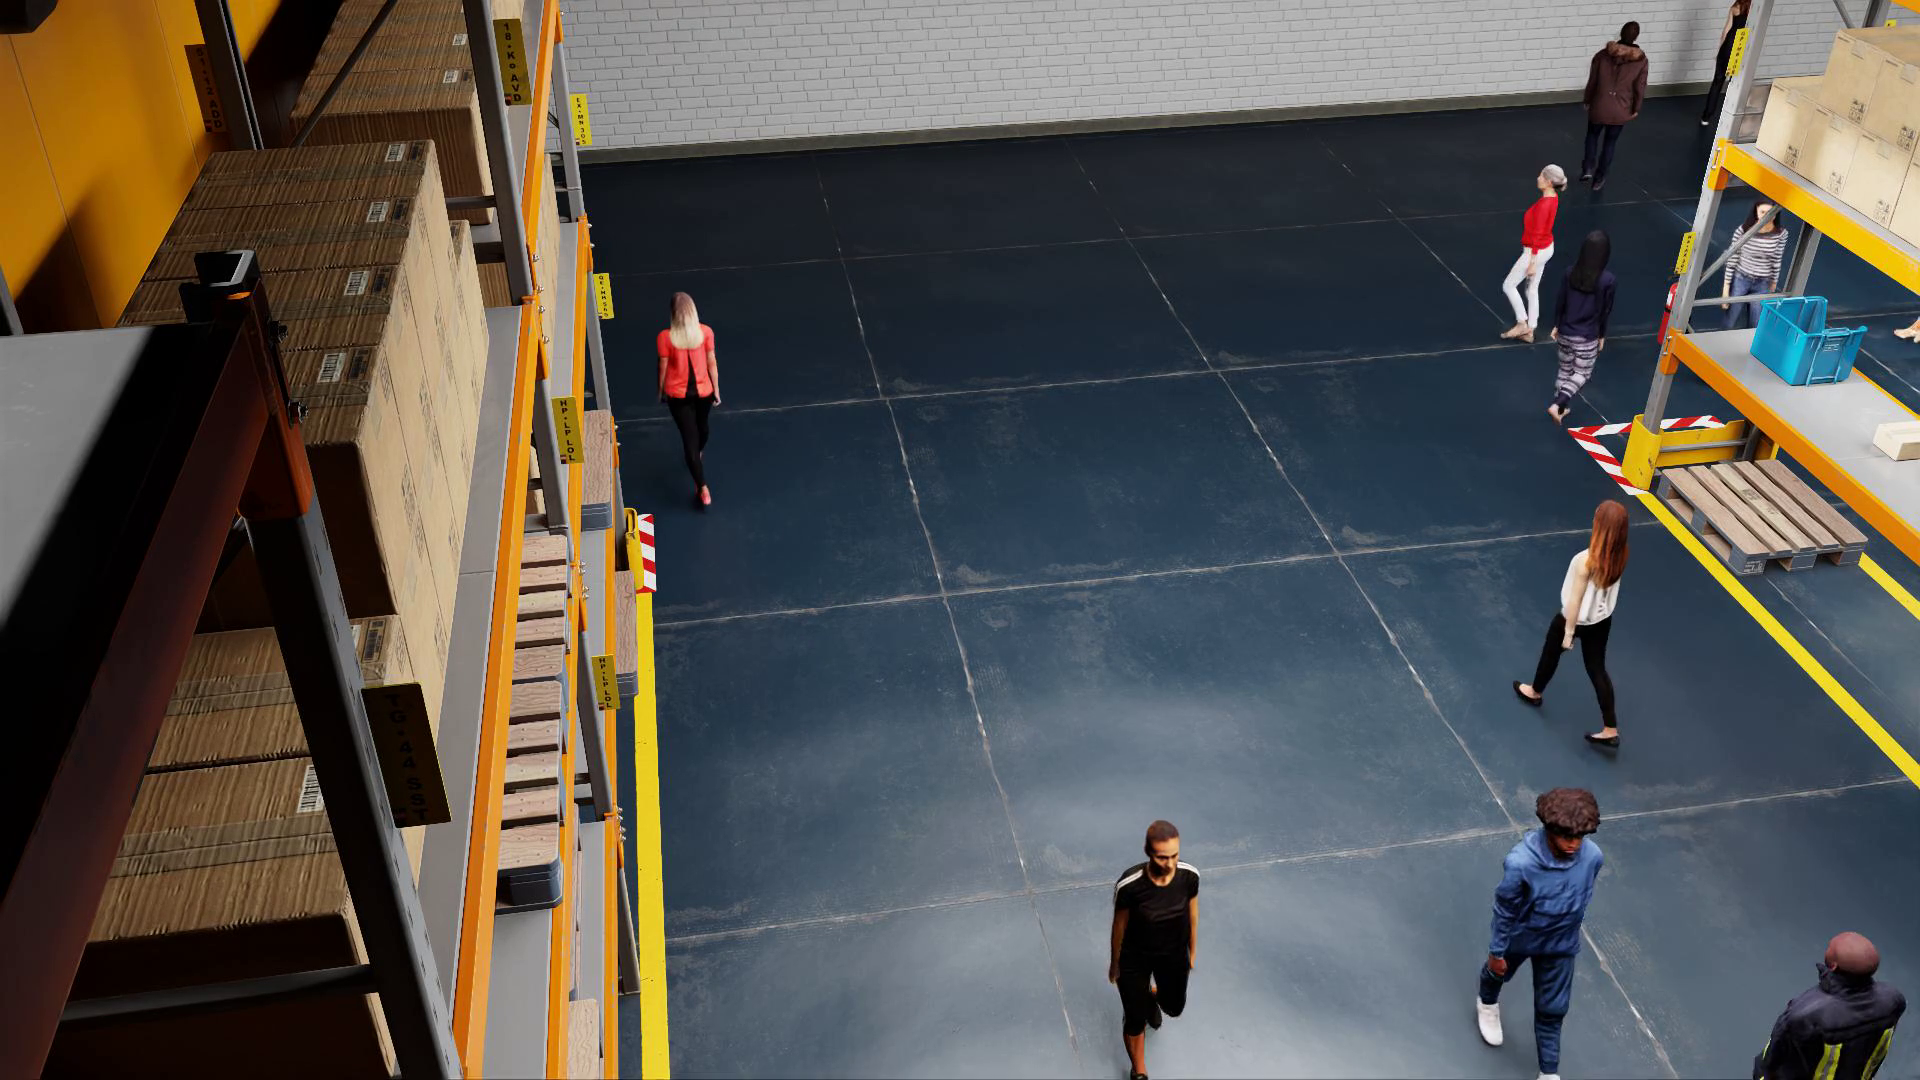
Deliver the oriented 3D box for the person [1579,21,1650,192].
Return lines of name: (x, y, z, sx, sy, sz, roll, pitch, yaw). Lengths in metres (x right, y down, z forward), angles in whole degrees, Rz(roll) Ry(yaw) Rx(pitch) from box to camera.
person: (7.029, -4.661, 18.007, 0.905, 1.837, 0.940, 15, 37, 22)

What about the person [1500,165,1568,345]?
person: (5.257, -2.536, 14.946, 0.760, 1.686, 0.692, 18, 37, 24)

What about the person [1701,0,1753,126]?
person: (9.248, -5.813, 19.829, 0.678, 1.738, 0.728, 18, 38, 25)

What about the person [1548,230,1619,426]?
person: (5.046, -1.678, 13.626, 0.839, 1.719, 0.886, 26, 41, 33)

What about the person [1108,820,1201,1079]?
person: (0.929, 1.989, 8.166, 0.590, 1.656, 0.863, -5, 34, -8)

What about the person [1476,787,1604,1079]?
person: (2.817, 1.870, 8.235, 0.762, 1.777, 1.082, -2, 34, -4)

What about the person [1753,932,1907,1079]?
person: (3.803, 2.451, 7.330, 0.750, 1.811, 0.919, -7, 34, -11)

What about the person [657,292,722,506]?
person: (-2.051, -1.058, 12.759, 0.734, 1.646, 1.189, -10, 35, -15)

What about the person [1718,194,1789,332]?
person: (6.725, -2.148, 14.277, 0.674, 1.781, 0.659, 6, 34, 8)

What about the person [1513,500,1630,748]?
person: (3.955, 0.541, 10.317, 0.760, 1.686, 1.145, -13, 36, -19)
